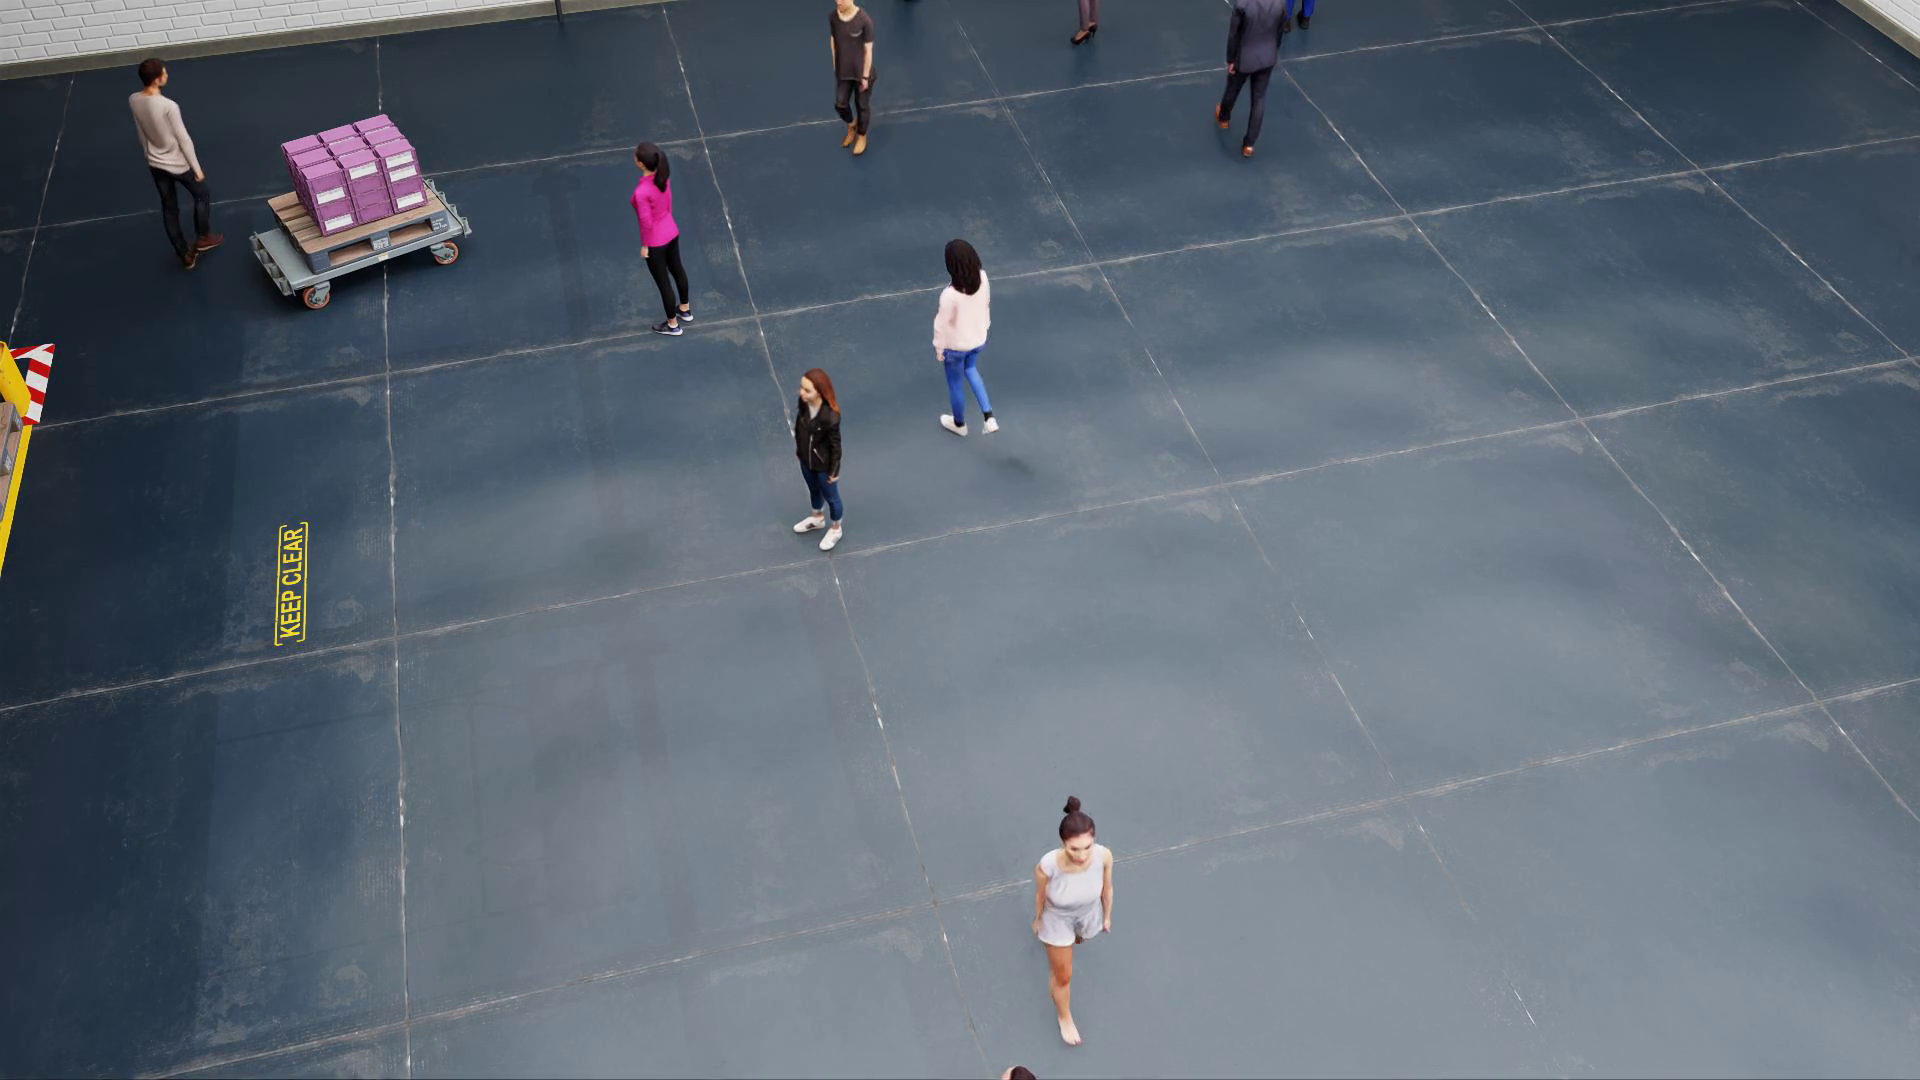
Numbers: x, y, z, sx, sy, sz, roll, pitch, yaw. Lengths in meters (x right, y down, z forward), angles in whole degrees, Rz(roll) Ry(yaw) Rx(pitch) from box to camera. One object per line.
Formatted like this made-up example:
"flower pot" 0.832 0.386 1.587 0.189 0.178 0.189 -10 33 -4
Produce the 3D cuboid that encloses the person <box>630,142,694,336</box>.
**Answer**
"person" -2.382 -2.406 13.251 0.744 1.698 0.671 17 46 17

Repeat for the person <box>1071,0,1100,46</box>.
"person" 1.302 -5.866 16.906 0.733 1.665 0.663 19 47 19

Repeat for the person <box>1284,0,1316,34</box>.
"person" 3.534 -6.151 17.074 0.621 1.847 0.547 -10 44 -10

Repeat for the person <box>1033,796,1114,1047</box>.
"person" 0.565 1.917 8.798 0.558 1.581 0.975 -11 45 -11

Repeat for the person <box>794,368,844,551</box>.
"person" -0.971 -0.583 11.492 0.604 1.484 0.700 33 52 29

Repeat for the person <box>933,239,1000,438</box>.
"person" 0.082 -1.402 12.151 0.838 1.761 0.935 -29 51 -27

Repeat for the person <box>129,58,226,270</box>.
"person" -6.591 -3.080 13.862 0.925 1.830 0.938 7 44 7

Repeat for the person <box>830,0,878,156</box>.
"person" -0.944 -4.395 15.337 0.735 1.698 0.778 16 46 16

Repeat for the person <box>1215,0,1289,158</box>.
"person" 2.715 -4.362 15.232 0.847 1.798 1.079 -1 44 -1
